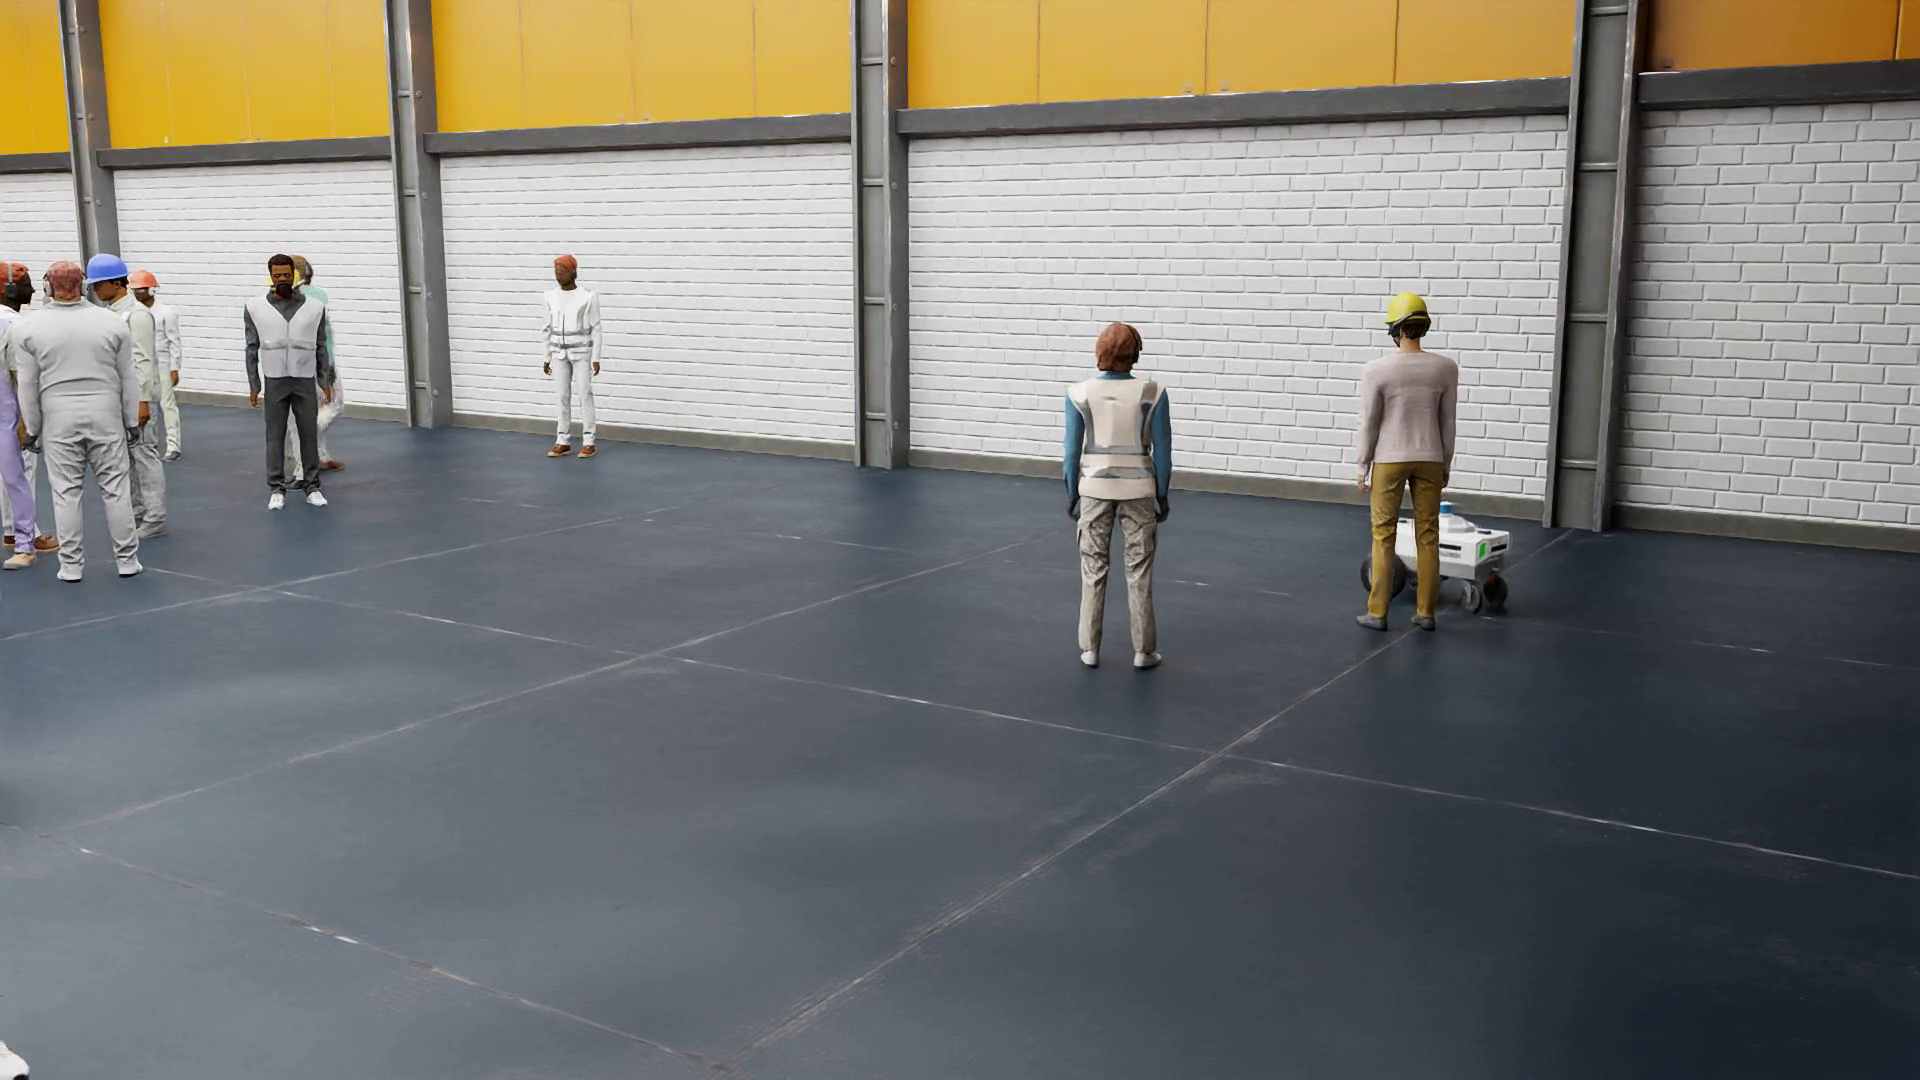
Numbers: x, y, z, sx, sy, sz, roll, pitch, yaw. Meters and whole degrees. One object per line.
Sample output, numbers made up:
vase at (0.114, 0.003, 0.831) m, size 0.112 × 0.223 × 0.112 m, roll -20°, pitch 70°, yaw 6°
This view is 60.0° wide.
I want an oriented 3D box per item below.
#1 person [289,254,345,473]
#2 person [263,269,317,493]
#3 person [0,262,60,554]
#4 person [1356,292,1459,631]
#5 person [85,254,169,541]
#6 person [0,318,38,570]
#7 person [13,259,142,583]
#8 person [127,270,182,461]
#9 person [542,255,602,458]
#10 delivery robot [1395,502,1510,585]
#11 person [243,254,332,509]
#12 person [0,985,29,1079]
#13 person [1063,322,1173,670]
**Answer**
person at (-5.651, -1.511, 14.400) m, size 0.671 × 1.906 × 0.494 m, roll 6°, pitch 12°, yaw 32°
person at (-5.395, -1.304, 13.431) m, size 0.404 × 1.832 × 0.599 m, roll -4°, pitch 11°, yaw -23°
person at (-6.108, -0.852, 10.785) m, size 0.337 × 1.882 × 0.583 m, roll -9°, pitch 13°, yaw -40°
person at (2.299, -0.396, 8.617) m, size 0.524 × 1.761 × 0.339 m, roll -1°, pitch 10°, yaw -5°
person at (-5.661, -0.967, 11.300) m, size 0.621 × 1.932 × 0.420 m, roll 8°, pitch 13°, yaw 38°
person at (-5.962, -0.725, 10.225) m, size 0.505 × 1.840 × 0.342 m, roll 1°, pitch 10°, yaw 4°
person at (-5.216, -0.702, 9.881) m, size 0.637 × 1.913 × 0.406 m, roll -6°, pitch 12°, yaw -29°
person at (-7.414, -1.594, 15.255) m, size 0.564 × 1.752 × 0.338 m, roll 3°, pitch 11°, yaw 15°
person at (-3.617, -1.704, 15.496) m, size 0.581 × 1.885 × 0.340 m, roll 3°, pitch 11°, yaw 14°
delivery robot at (2.700, 0.028, 9.331) m, size 0.707 × 0.478 × 0.477 m, roll 10°, pitch 14°, yaw 44°
person at (-5.090, -1.200, 12.618) m, size 0.597 × 1.918 × 0.383 m, roll -6°, pitch 12°, yaw -29°
person at (-2.662, 0.355, 4.044) m, size 0.881 × 1.898 × 0.592 m, roll 7°, pitch 12°, yaw 34°
person at (0.741, -0.198, 7.834) m, size 0.512 × 1.642 × 0.312 m, roll 2°, pitch 11°, yaw 13°
